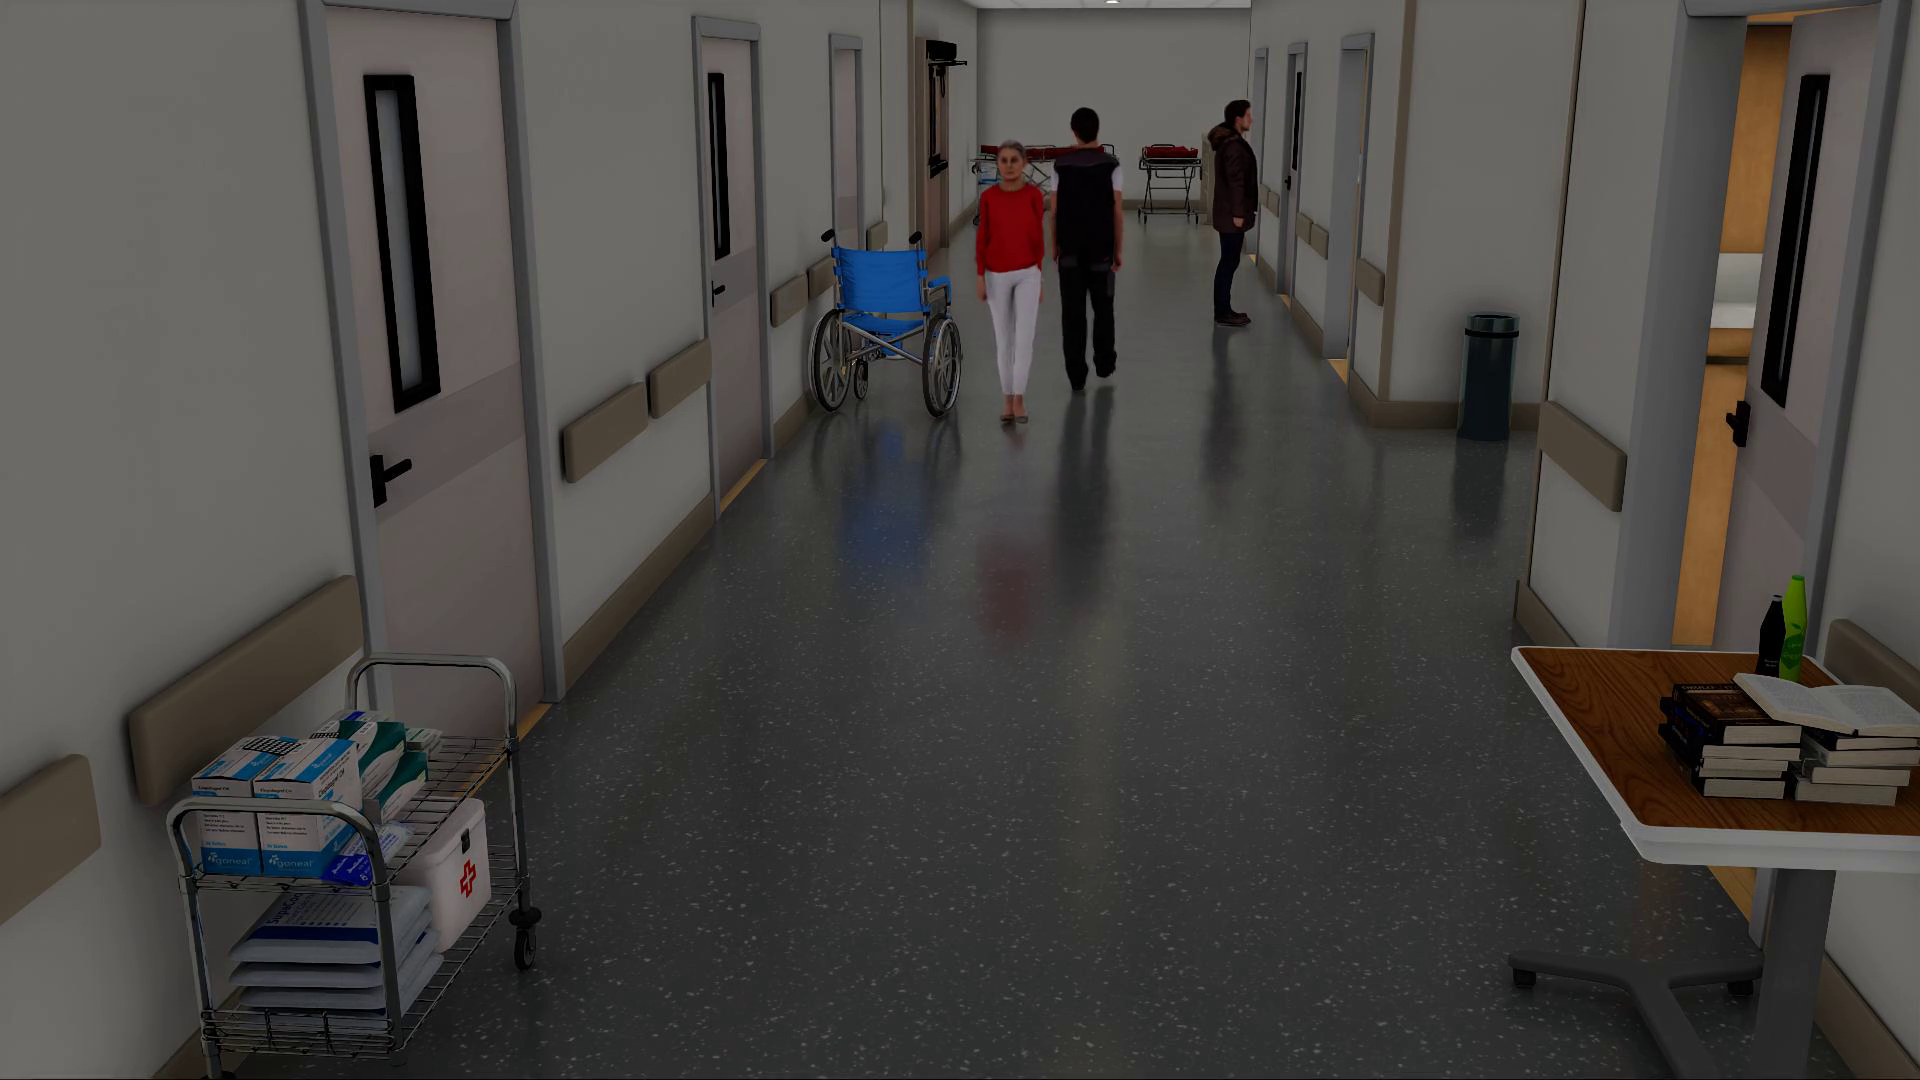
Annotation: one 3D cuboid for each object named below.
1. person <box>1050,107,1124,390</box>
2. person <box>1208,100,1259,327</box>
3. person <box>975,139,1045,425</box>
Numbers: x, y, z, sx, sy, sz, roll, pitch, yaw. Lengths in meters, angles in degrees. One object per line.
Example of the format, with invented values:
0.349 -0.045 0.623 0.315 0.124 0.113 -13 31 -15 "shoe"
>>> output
0.823 -1.900 11.010 0.658 1.820 0.900 2 16 6 "person"
2.288 -2.750 13.975 0.803 1.847 0.591 2 16 6 "person"
0.314 -1.548 10.018 0.559 1.681 0.673 1 16 3 "person"
